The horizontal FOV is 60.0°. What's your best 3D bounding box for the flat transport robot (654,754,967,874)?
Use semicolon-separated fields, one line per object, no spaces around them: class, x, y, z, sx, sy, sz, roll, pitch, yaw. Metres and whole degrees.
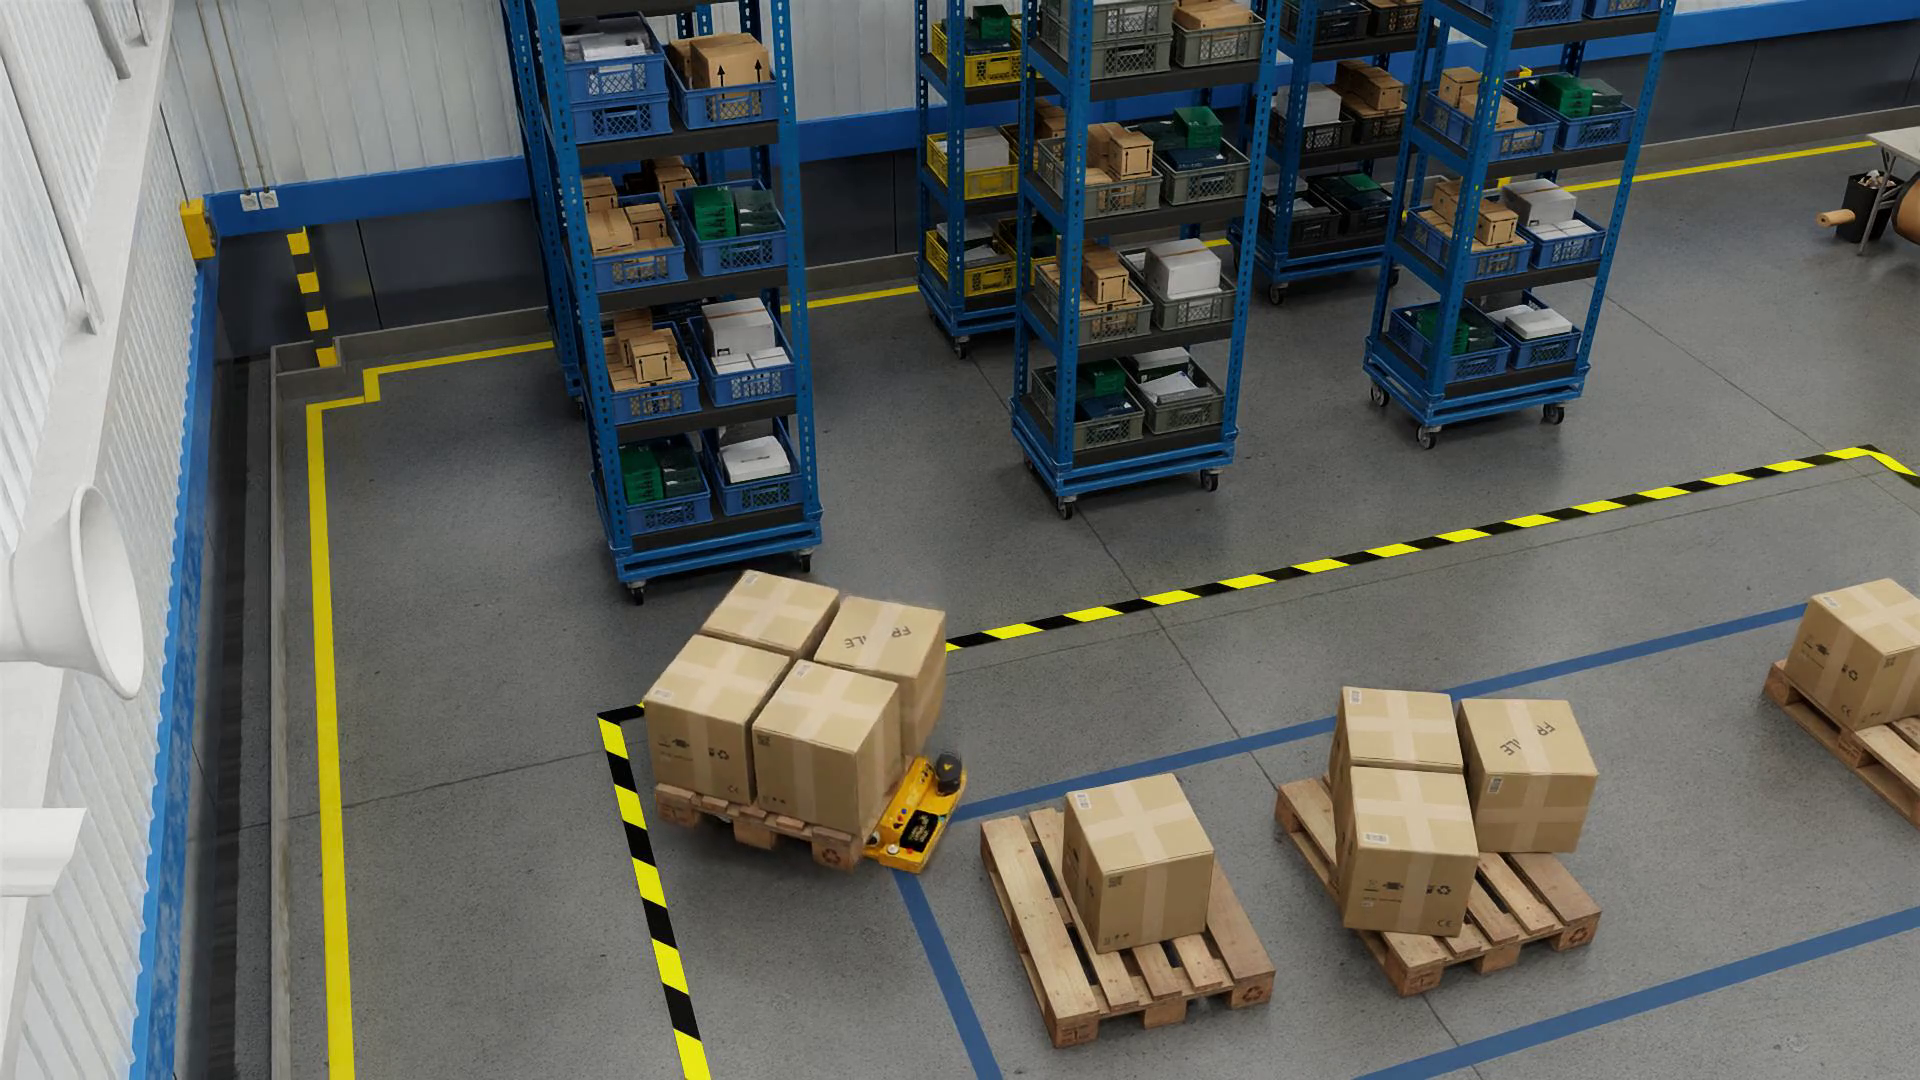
flat transport robot;-0.745;1.202;8.327;1.431;0.197;0.652;12;37;17
